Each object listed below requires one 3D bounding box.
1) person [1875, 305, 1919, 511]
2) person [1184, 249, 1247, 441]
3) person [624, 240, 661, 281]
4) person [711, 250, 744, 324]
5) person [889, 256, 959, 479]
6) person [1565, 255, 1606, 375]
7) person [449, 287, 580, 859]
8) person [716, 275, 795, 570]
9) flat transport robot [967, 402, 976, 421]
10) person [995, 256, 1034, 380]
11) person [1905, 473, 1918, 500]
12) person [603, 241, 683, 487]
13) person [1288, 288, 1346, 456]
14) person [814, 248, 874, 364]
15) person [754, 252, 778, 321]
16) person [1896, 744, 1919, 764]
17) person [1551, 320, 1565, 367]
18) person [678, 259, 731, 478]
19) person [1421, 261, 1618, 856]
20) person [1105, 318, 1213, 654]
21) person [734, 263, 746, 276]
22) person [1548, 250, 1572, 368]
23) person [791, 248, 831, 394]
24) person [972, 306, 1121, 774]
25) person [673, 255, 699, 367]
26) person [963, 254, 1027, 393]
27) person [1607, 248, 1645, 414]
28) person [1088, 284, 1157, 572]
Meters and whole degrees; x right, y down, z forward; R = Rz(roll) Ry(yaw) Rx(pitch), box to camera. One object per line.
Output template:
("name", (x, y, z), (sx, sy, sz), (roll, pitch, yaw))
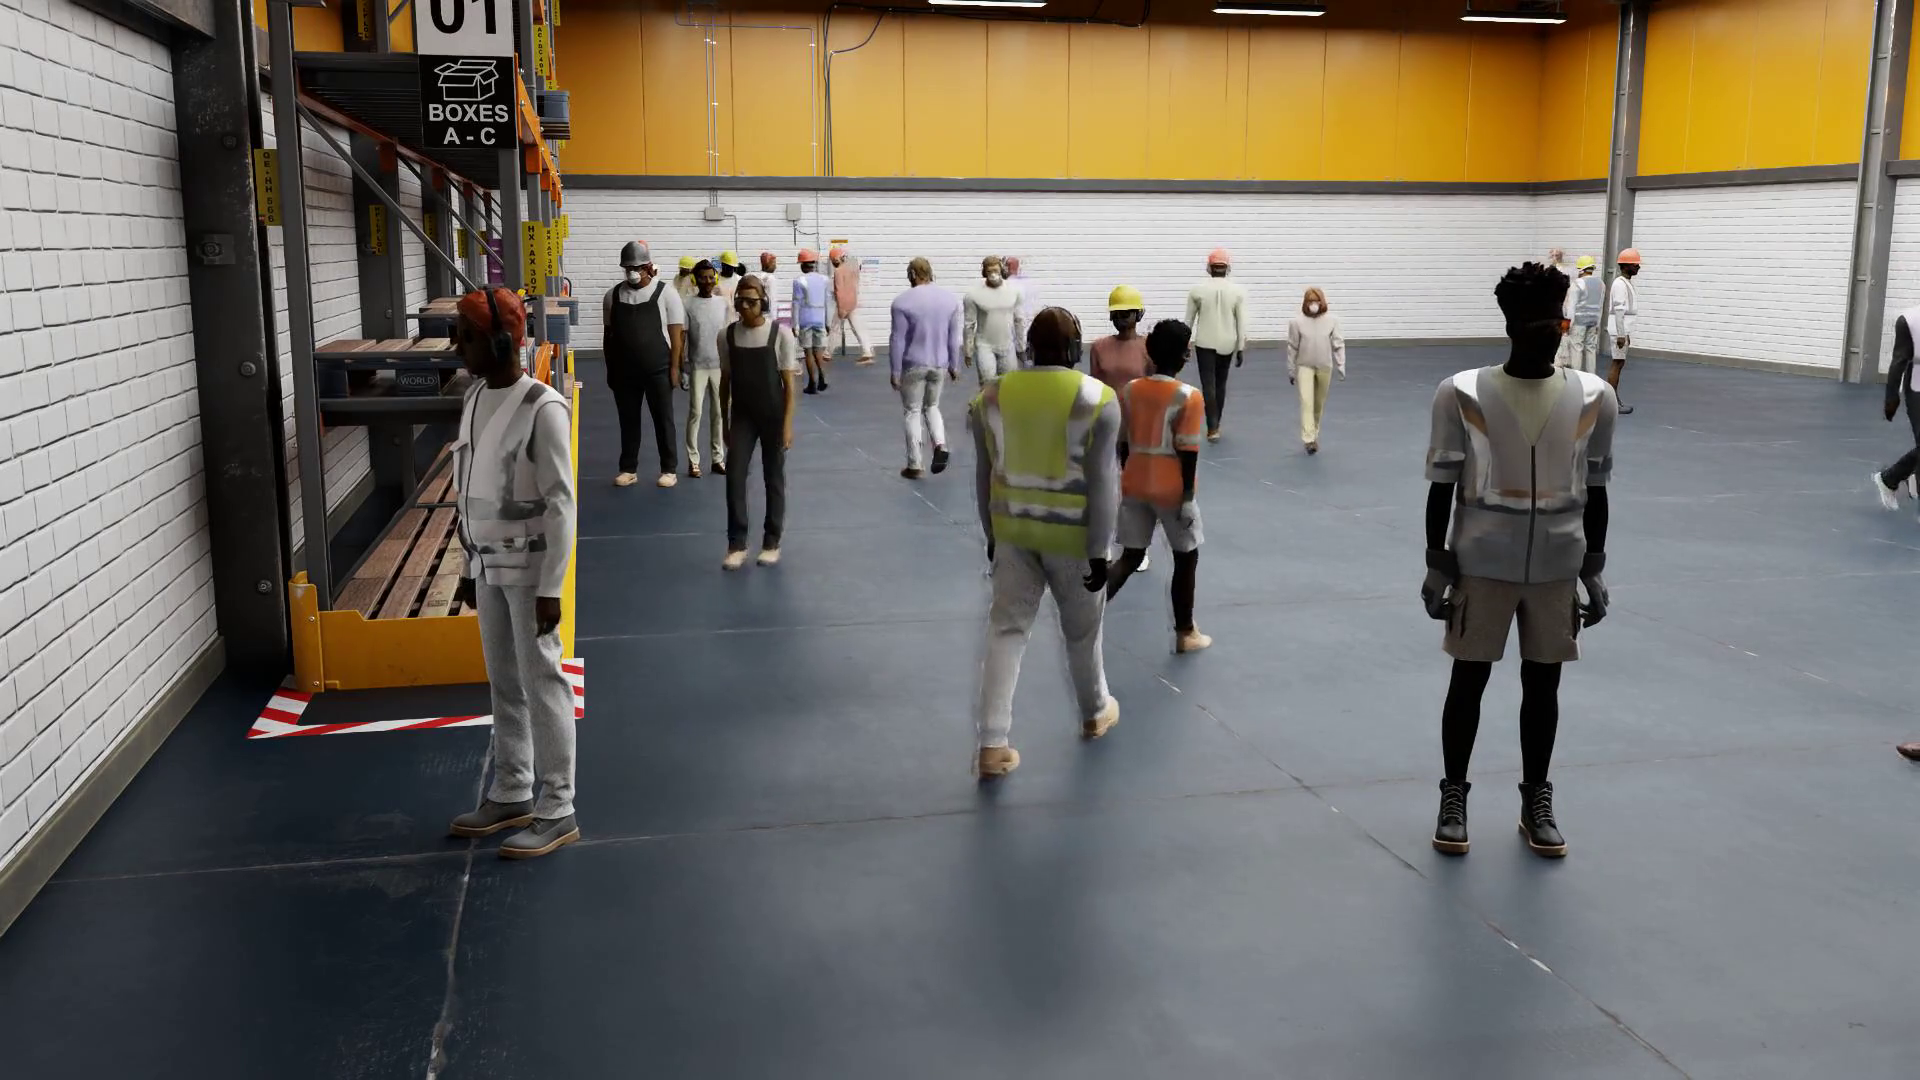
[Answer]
("person", (6.957, -1.053, 12.001), (0.597, 1.879, 0.853), (-1, 10, -6))
("person", (2.608, -2.004, 17.088), (0.626, 1.944, 1.029), (0, 10, -1))
("person", (-5.256, -3.954, 27.659), (0.609, 2.033, 0.410), (-3, 11, -16))
("person", (-3.113, -2.916, 22.240), (0.632, 1.893, 0.510), (-8, 13, -36))
("person", (-0.304, -1.463, 14.220), (0.663, 1.895, 0.490), (-5, 12, -27))
("person", (8.668, -3.033, 23.130), (0.586, 1.824, 0.404), (-5, 11, -25))
("person", (-1.489, 0.109, 5.532), (0.356, 1.885, 0.573), (-10, 14, -44))
("person", (-1.267, -0.707, 10.245), (0.510, 1.820, 0.703), (1, 10, 6))
("flat transport robot", (0.530, -1.348, 18.079), (0.652, 0.197, 1.431), (-2, 10, -10))
("person", (0.679, -2.414, 19.604), (0.988, 1.862, 0.660), (7, 12, 34))
("person", (7.431, -1.004, 12.448), (0.521, 1.621, 0.638), (-6, 12, -31))
("person", (-2.641, -1.449, 13.735), (0.677, 2.000, 0.535), (1, 10, 7))
("person", (3.392, -1.605, 15.874), (0.513, 1.578, 0.885), (0, 10, 2))
("person", (-1.894, -3.841, 27.338), (1.062, 1.919, 0.631), (5, 11, 26))
("person", (-2.756, -3.063, 23.165), (0.370, 1.872, 0.675), (-9, 14, -42))
("person", (4.073, 0.073, 5.996), (1.061, 1.802, 0.539), (10, 14, 43))
("person", (5.831, -1.737, 16.567), (0.847, 1.595, 0.529), (8, 13, 38))
("person", (-2.179, -1.475, 14.352), (0.534, 1.869, 0.315), (-7, 12, -32))
("person", (1.839, 0.075, 5.503), (0.614, 1.961, 0.361), (1, 10, 6))
("person", (0.902, -0.232, 8.024), (0.788, 1.670, 0.538), (-9, 14, -41))
("person", (-3.515, -3.683, 27.146), (0.707, 1.661, 0.624), (-3, 11, -14))
("person", (9.409, -3.692, 26.616), (0.897, 1.868, 0.657), (8, 13, 37))
("person", (-1.988, -2.887, 22.022), (0.559, 1.920, 0.387), (-8, 13, -37))
("person", (0.335, -0.014, 6.517), (0.629, 1.786, 1.000), (5, 11, 24))
("person", (-4.393, -3.638, 26.542), (0.619, 1.795, 0.432), (8, 13, 37))
("person", (0.330, -1.941, 16.865), (0.650, 1.909, 0.684), (-2, 10, -10))
("person", (7.835, -2.460, 19.624), (0.361, 1.938, 0.545), (5, 11, 26))
("person", (1.010, -0.685, 10.264), (0.522, 1.768, 0.312), (5, 11, 27))
